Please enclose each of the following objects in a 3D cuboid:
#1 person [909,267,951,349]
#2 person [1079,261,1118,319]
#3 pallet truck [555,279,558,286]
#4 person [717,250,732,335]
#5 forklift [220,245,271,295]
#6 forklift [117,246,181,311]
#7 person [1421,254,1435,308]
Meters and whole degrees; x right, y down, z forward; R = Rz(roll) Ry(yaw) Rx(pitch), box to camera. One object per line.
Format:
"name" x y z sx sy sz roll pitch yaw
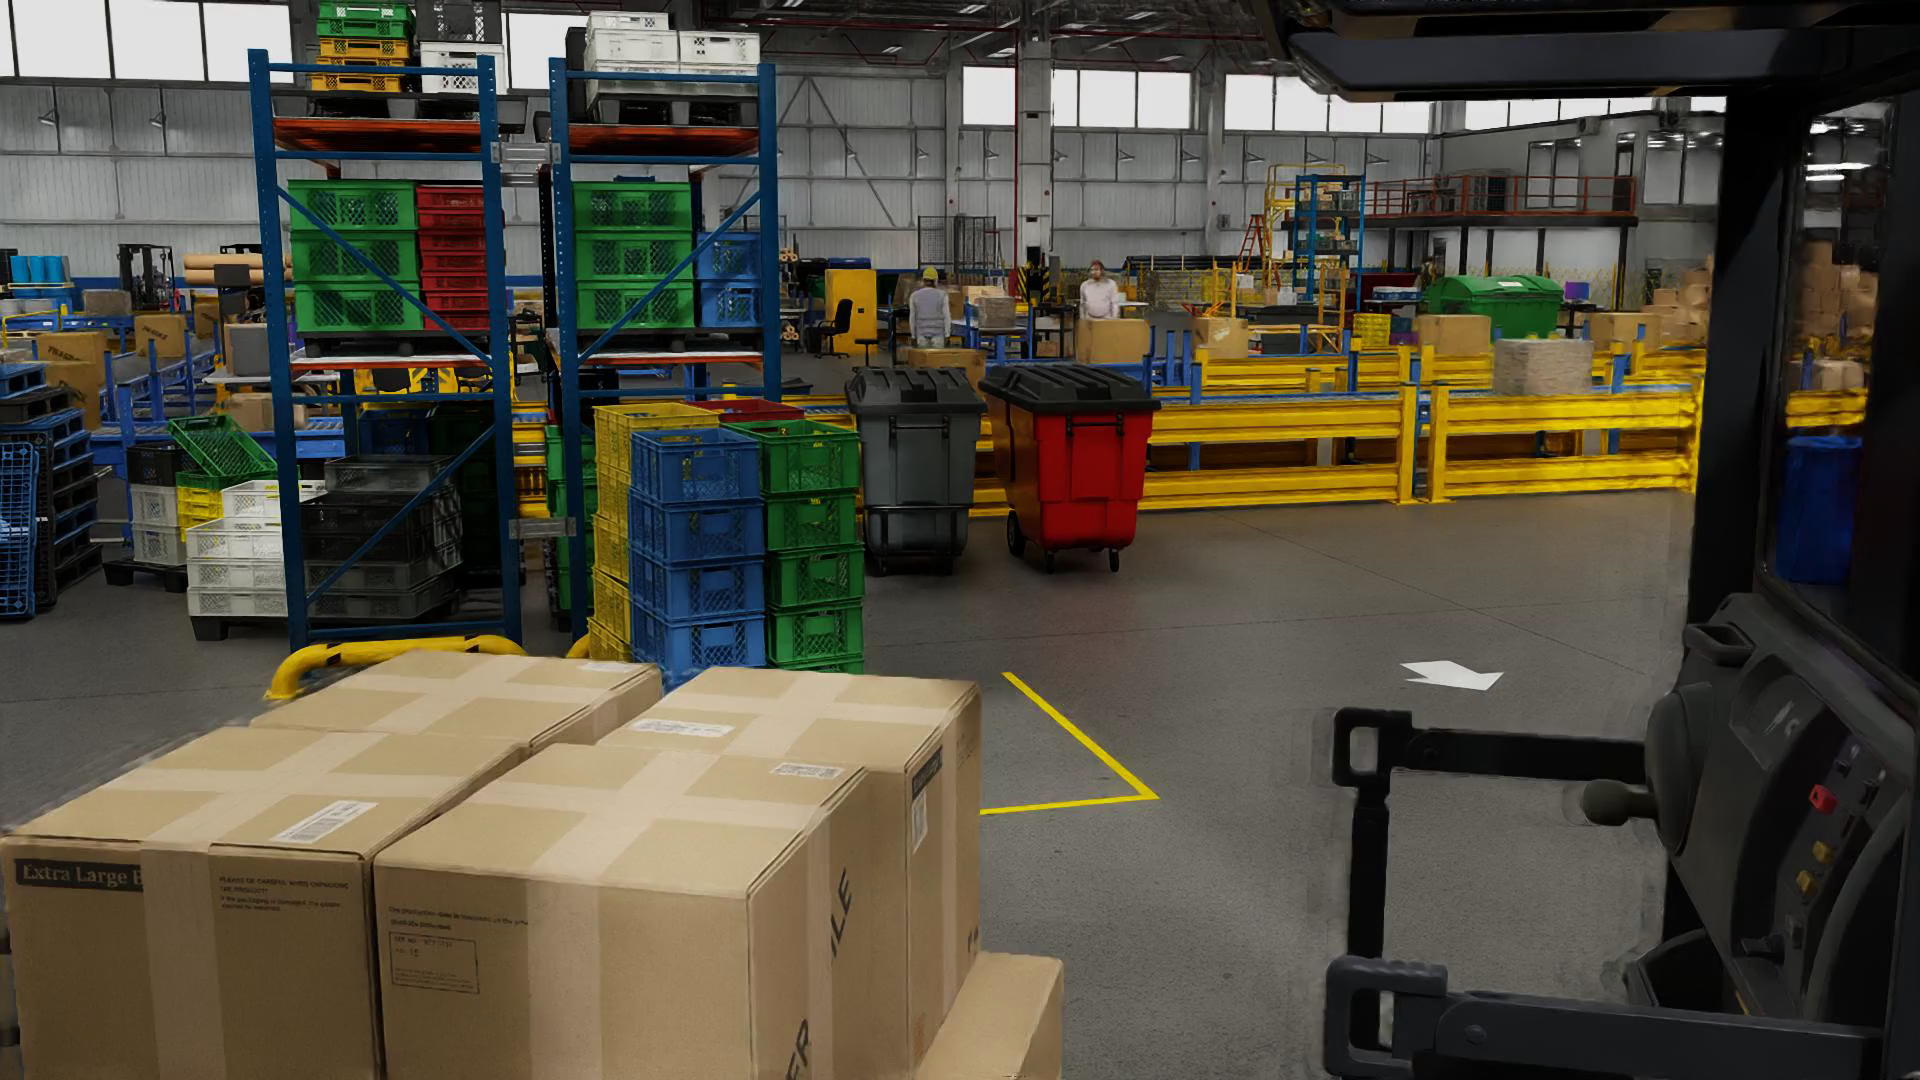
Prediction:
"person" -0.411 -2.916 23.427 0.588 1.835 0.403 2 10 10
"person" 2.271 -3.615 27.222 0.640 1.893 0.692 2 10 10
"pallet truck" -10.604 -6.375 44.520 0.653 1.274 1.630 -3 10 -15
"person" -4.349 -4.377 31.101 0.370 2.048 0.607 -2 10 -9
"forklift" -17.749 -6.334 41.440 1.157 1.987 2.680 -3 10 -17
"forklift" -19.966 -6.232 40.894 1.157 1.987 2.680 -3 10 -15
"person" 16.239 -8.976 57.715 0.516 1.842 0.328 9 14 42
